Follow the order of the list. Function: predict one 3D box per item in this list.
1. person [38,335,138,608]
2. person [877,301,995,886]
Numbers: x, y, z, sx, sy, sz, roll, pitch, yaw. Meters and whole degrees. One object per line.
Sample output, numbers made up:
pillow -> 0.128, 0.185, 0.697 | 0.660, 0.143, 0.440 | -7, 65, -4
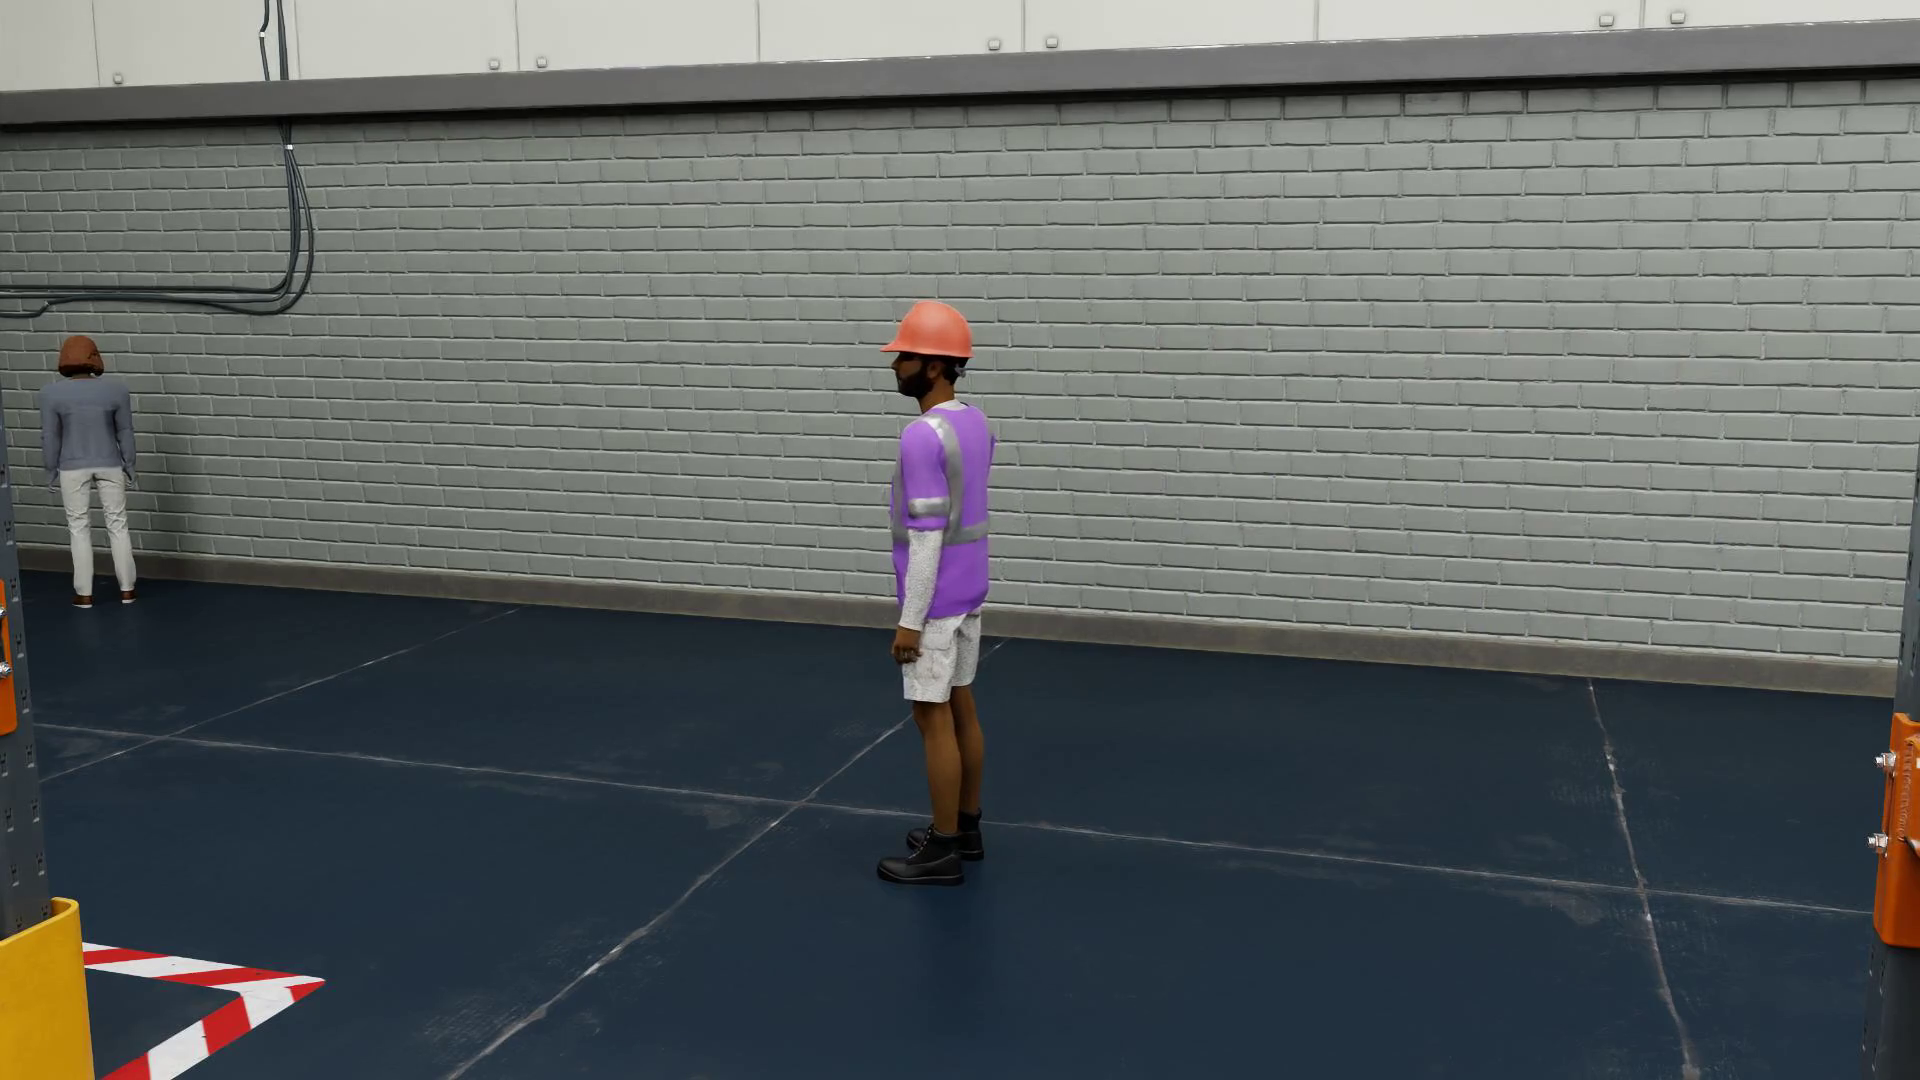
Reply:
person -> -5.226, -0.411, 9.996 | 0.506, 1.632, 0.283 | -7, 12, -35
person -> -0.085, 0.181, 5.553 | 0.342, 1.942, 0.552 | 3, 10, 20
